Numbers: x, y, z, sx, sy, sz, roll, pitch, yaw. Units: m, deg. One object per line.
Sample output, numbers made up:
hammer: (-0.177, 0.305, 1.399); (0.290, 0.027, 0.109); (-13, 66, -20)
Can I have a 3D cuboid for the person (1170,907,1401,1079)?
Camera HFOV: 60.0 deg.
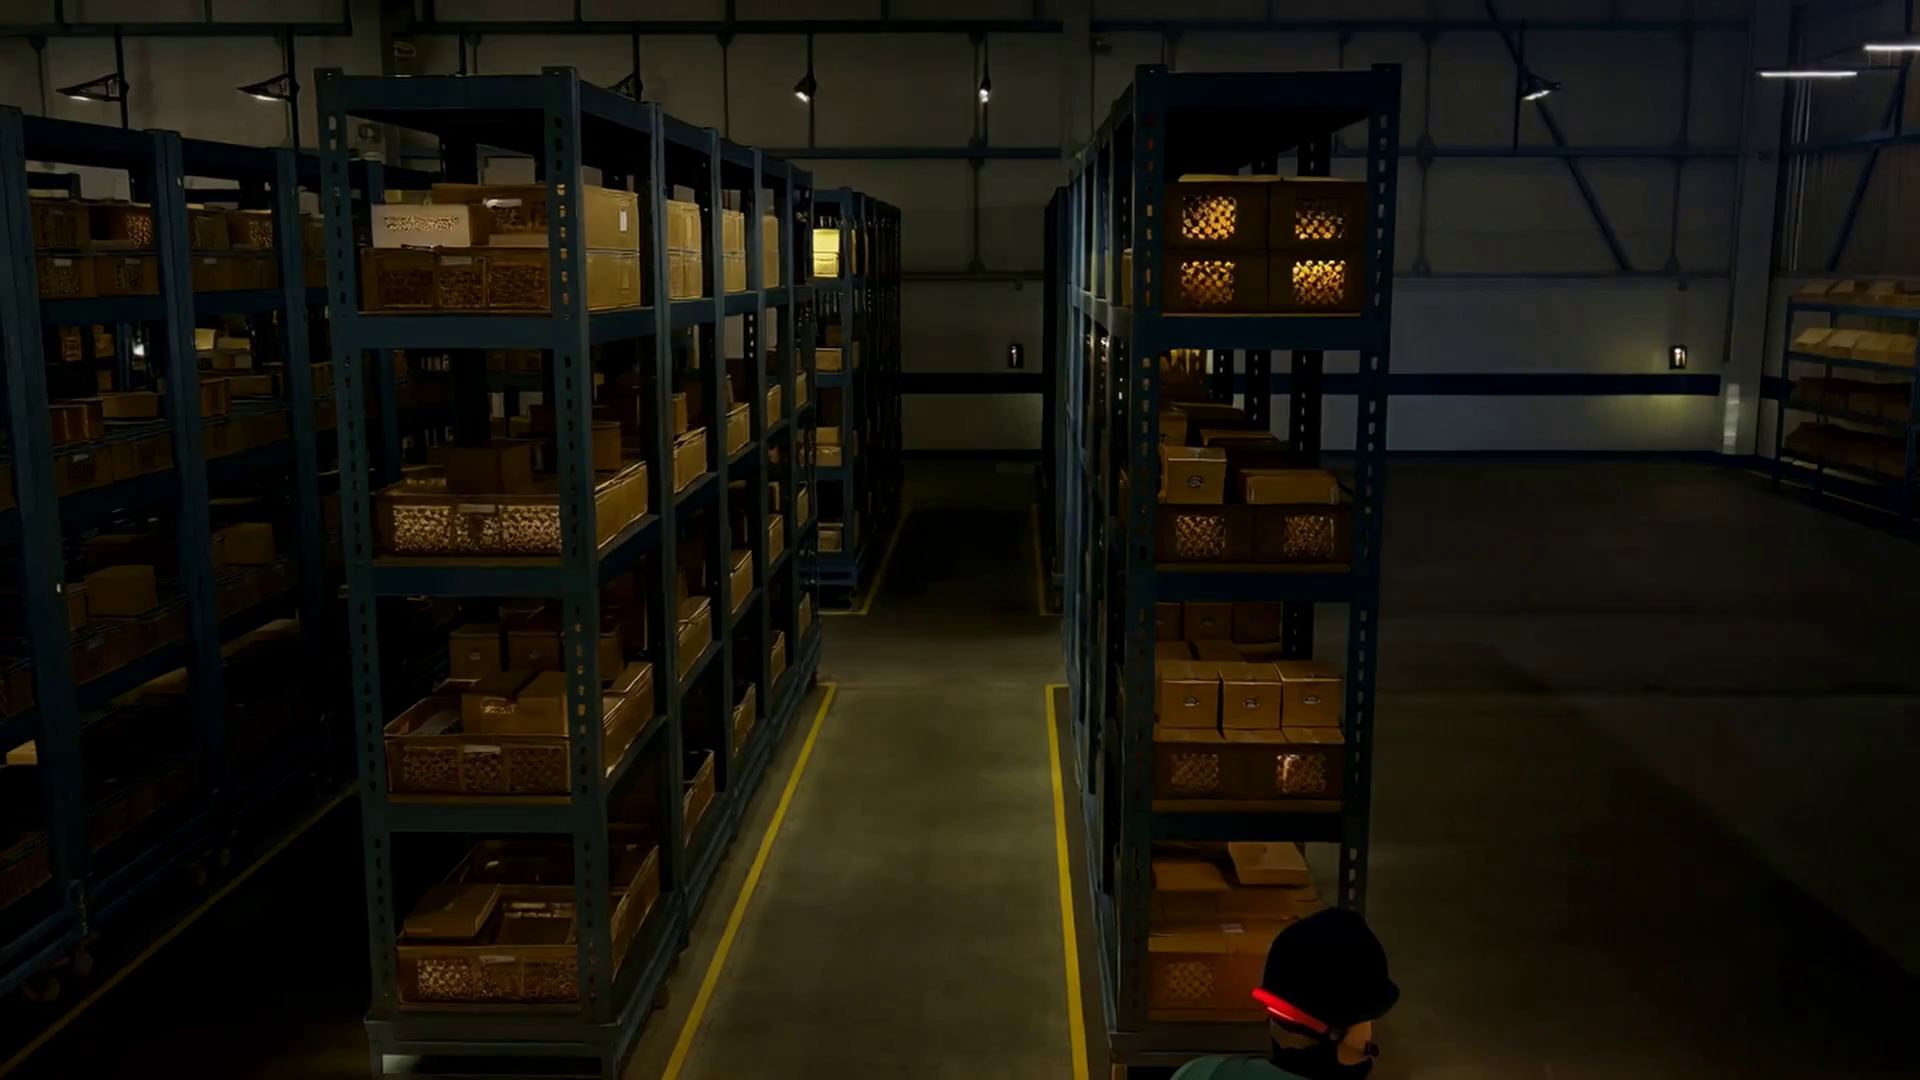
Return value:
person: (0.663, 1.588, 3.190); (0.600, 1.829, 0.404); (9, 13, 41)
